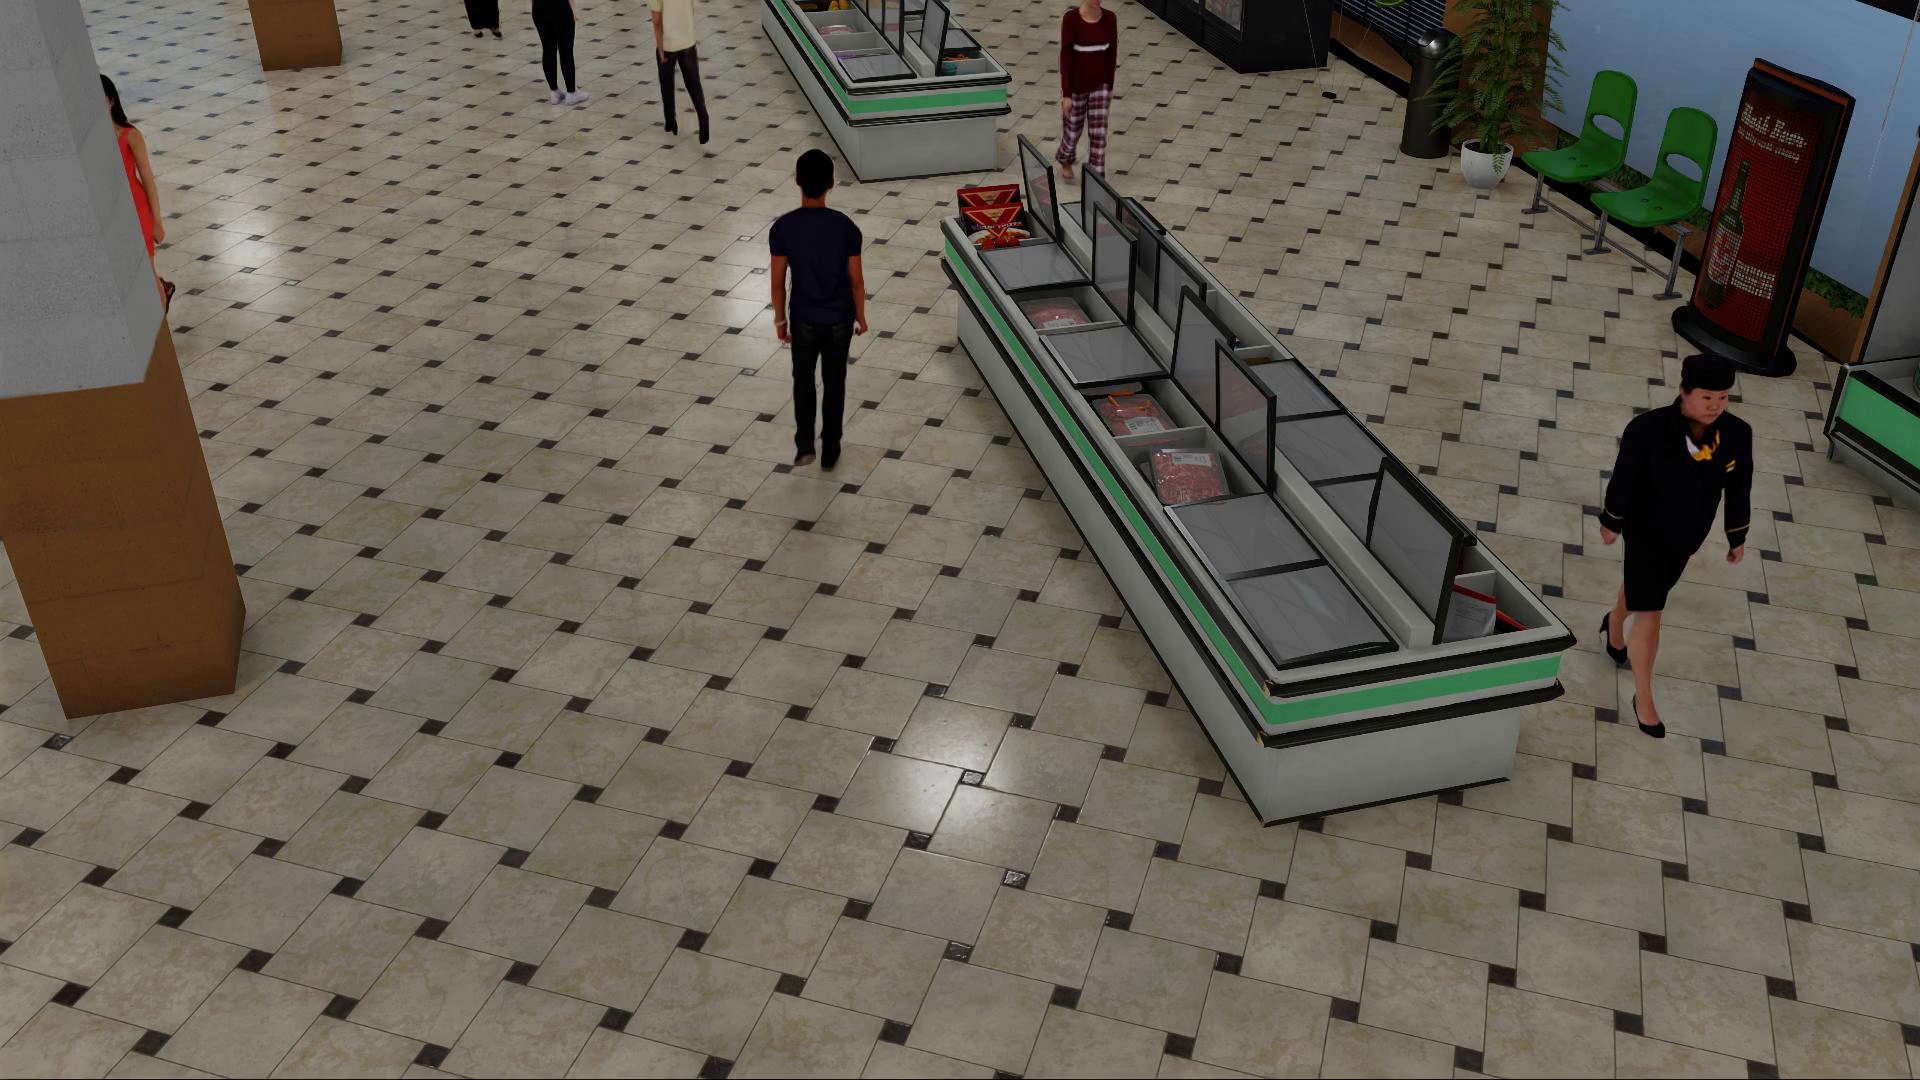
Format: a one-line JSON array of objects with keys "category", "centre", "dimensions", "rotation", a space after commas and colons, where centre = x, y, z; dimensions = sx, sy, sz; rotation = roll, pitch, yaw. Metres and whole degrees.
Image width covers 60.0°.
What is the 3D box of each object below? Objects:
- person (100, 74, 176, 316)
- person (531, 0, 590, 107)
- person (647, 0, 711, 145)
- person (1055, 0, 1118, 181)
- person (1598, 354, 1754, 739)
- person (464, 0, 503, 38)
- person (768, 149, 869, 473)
[{"category": "person", "centre": [-5.061, -1.998, 10.167], "dimensions": [0.749, 1.705, 0.905], "rotation": [2, 32, 2]}, {"category": "person", "centre": [-3.534, -4.617, 14.440], "dimensions": [0.712, 1.638, 0.748], "rotation": [10, 33, 15]}, {"category": "person", "centre": [-2.260, -3.978, 13.488], "dimensions": [0.726, 1.559, 1.042], "rotation": [-15, 35, -23]}, {"category": "person", "centre": [0.908, -3.389, 12.446], "dimensions": [0.624, 1.659, 1.057], "rotation": [-7, 33, -11]}, {"category": "person", "centre": [2.994, -0.056, 7.123], "dimensions": [0.870, 1.625, 1.151], "rotation": [-1, 32, -1]}, {"category": "person", "centre": [-4.818, -5.737, 16.288], "dimensions": [0.662, 1.588, 0.711], "rotation": [-18, 36, -26]}, {"category": "person", "centre": [-0.733, -1.120, 8.688], "dimensions": [0.744, 1.778, 0.822], "rotation": [-1, 32, -1]}]
